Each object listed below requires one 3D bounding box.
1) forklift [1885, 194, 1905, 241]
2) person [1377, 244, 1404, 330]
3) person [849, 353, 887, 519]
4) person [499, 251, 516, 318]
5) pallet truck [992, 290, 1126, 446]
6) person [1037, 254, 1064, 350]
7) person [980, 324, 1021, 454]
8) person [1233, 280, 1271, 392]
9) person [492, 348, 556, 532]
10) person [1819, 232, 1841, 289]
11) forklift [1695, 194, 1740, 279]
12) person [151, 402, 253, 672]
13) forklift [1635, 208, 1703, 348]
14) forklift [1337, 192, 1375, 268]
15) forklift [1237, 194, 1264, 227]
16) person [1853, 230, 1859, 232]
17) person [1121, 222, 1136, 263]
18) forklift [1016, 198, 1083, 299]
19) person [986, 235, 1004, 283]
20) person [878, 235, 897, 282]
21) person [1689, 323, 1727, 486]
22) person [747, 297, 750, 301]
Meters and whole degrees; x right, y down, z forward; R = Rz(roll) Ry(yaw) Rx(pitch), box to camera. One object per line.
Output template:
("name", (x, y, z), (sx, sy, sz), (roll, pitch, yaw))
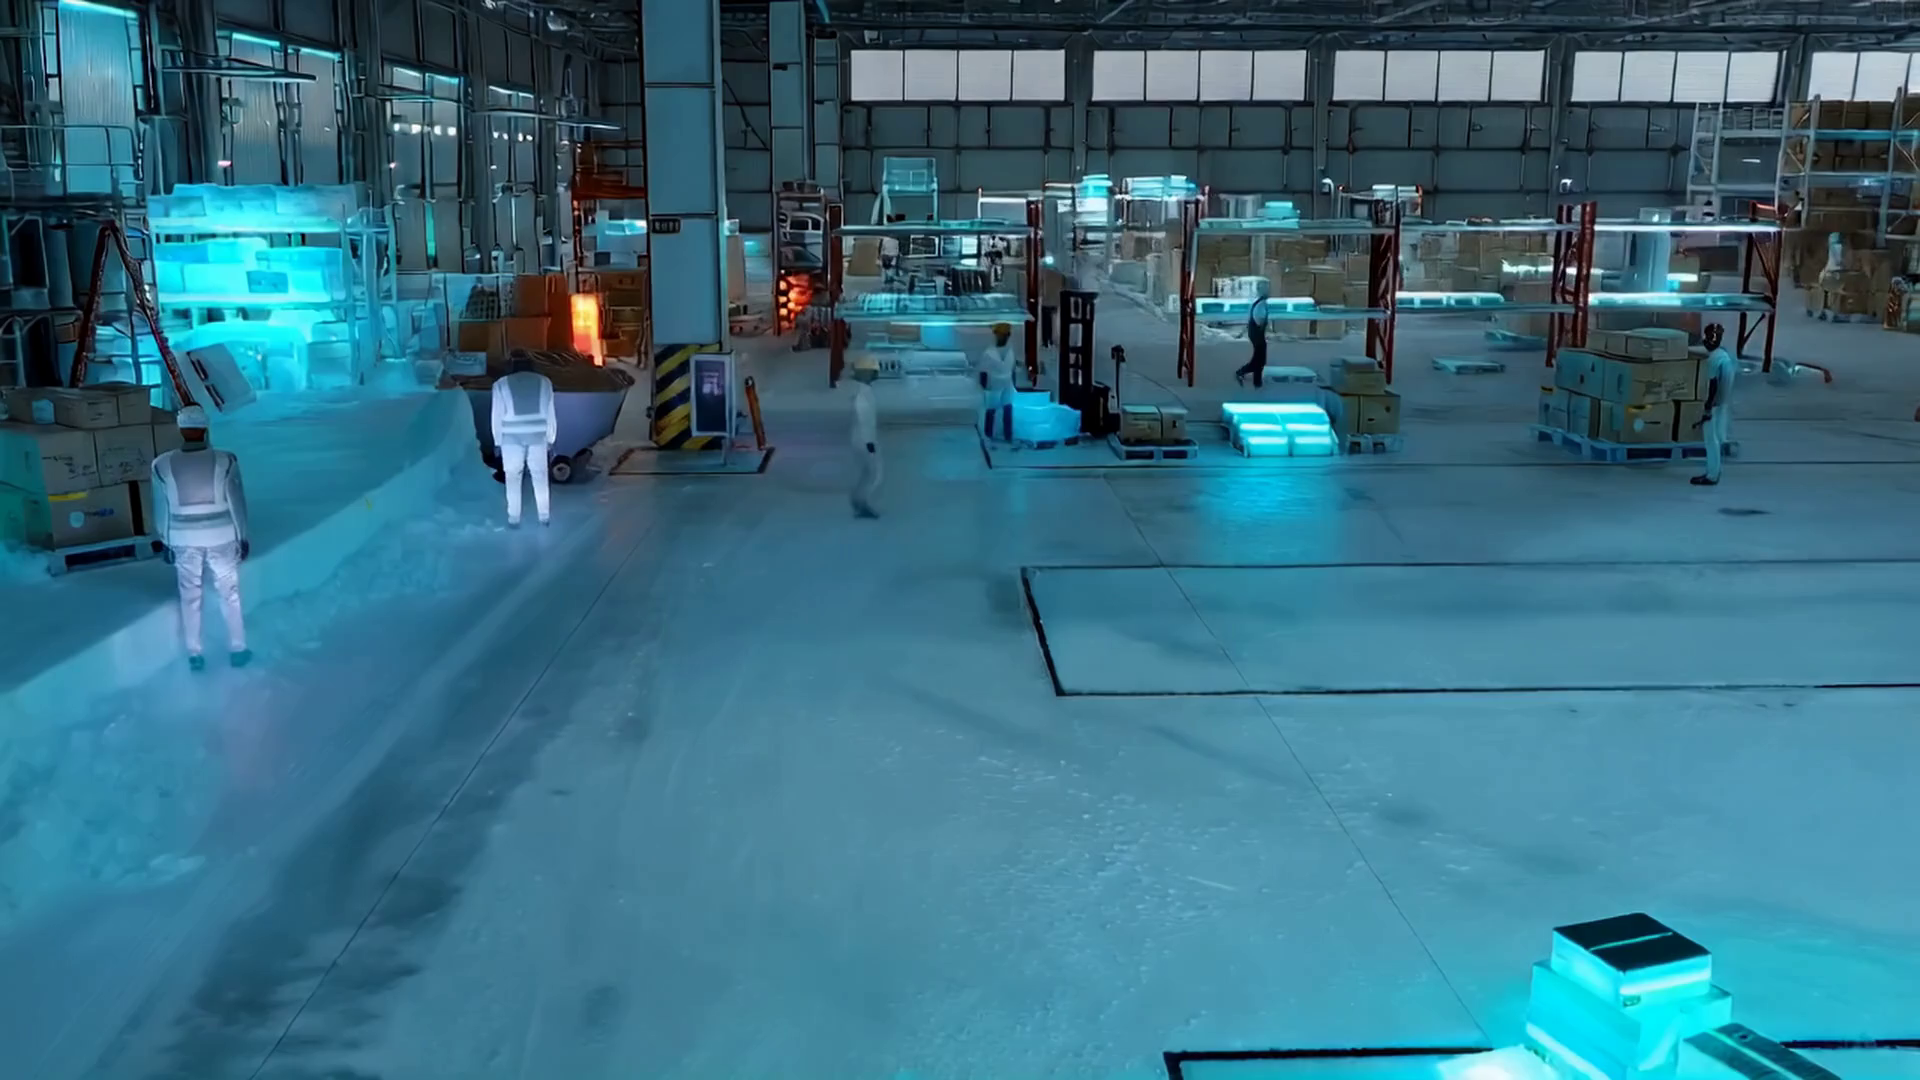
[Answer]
("forklift", (30.161, -9.760, 53.786), (1.873, 2.768, 1.129), (0, 12, -2))
("person", (9.761, -5.747, 37.812), (0.627, 1.940, 0.370), (3, 13, 12))
("person", (-0.946, -1.055, 17.099), (0.383, 1.727, 0.493), (1, 13, 7))
("person", (-11.148, -6.259, 40.831), (0.312, 1.633, 0.520), (-10, 16, -38))
("pallet truck", (1.257, -2.299, 22.111), (1.885, 1.965, 0.823), (-9, 15, -35))
("person", (1.805, -4.811, 33.639), (0.590, 1.926, 0.394), (-3, 13, -15))
("person", (0.524, -1.919, 21.152), (0.557, 1.643, 0.812), (-6, 14, -27))
("person", (4.811, -3.316, 27.095), (0.488, 1.826, 0.506), (-1, 13, -4))
("person", (-4.359, -1.000, 16.644), (0.628, 1.832, 0.429), (-6, 14, -26))
("person", (24.383, -7.688, 46.685), (0.597, 1.893, 0.757), (-9, 15, -36))
("forklift", (25.061, -10.179, 55.679), (1.129, 2.768, 1.873), (-8, 15, -31))
("person", (-5.422, -0.020, 11.933), (0.616, 1.946, 0.392), (-4, 13, -17))
("forklift", (14.052, -5.329, 33.782), (1.873, 2.768, 1.129), (0, 12, -2))
("forklift", (14.646, -11.355, 60.989), (1.129, 2.768, 1.873), (0, 12, -2))
("forklift", (9.737, -10.261, 56.049), (1.129, 2.768, 1.873), (-8, 15, -33))
("person", (29.654, -9.455, 55.232), (0.310, 1.642, 0.514), (-9, 16, -37))
("person", (5.662, -9.764, 56.109), (1.036, 1.883, 0.649), (-8, 15, -32))
("forklift", (2.520, -8.201, 46.747), (1.873, 2.768, 1.129), (0, 12, -2))
("person", (1.073, -8.768, 51.451), (0.544, 1.939, 0.372), (-1, 13, -6))
("person", (-2.229, -8.545, 50.582), (0.616, 1.876, 0.527), (-7, 14, -30))
("person", (8.592, -1.547, 19.035), (0.331, 1.862, 0.505), (6, 14, 25))
("person", (-5.813, -6.939, 43.230), (0.619, 1.925, 0.566), (-7, 14, -30))
